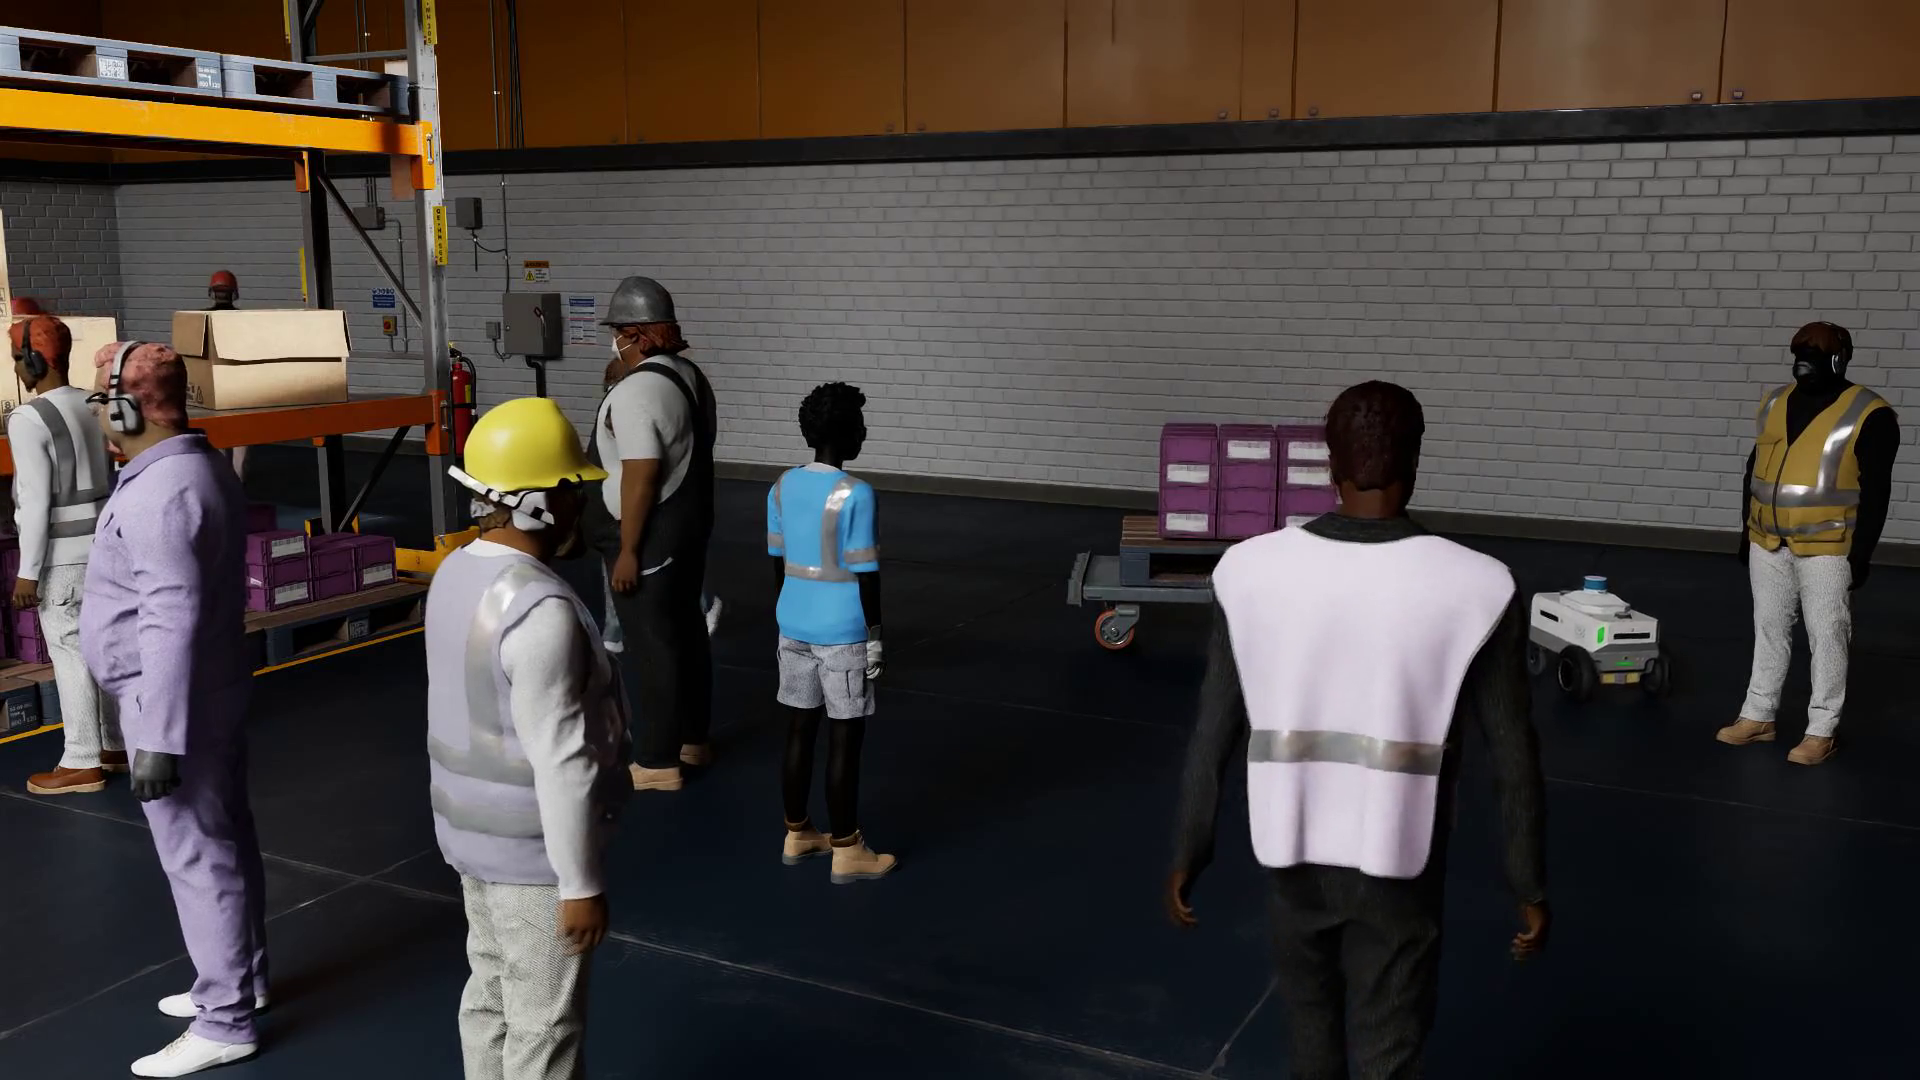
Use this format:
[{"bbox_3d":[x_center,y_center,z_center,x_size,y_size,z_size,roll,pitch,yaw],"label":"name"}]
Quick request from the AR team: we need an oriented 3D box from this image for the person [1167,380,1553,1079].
[{"bbox_3d":[0.808,0.623,3.350,0.733,1.866,0.822,4,11,24],"label":"person"}]

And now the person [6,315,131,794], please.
[{"bbox_3d":[-3.535,0.059,6.582,0.356,1.886,0.574,1,10,3],"label":"person"}]

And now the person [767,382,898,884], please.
[{"bbox_3d":[-0.438,0.310,5.668,0.317,1.697,0.540,-9,13,-42],"label":"person"}]

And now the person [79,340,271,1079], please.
[{"bbox_3d":[-2.058,0.437,4.344,0.400,1.905,0.645,-2,10,-12],"label":"person"}]

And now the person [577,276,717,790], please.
[{"bbox_3d":[-1.262,-0.031,6.657,0.536,2.000,0.688,2,10,13],"label":"person"}]

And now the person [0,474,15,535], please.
[{"bbox_3d":[-5.441,-0.289,9.181,0.538,1.688,0.363,4,11,24],"label":"person"}]

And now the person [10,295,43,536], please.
[{"bbox_3d":[-5.575,-0.573,10.277,0.601,1.886,0.889,6,12,33],"label":"person"}]

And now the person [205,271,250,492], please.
[{"bbox_3d":[-6.536,-1.418,14.915,0.644,1.950,0.994,-4,11,-21],"label":"person"}]

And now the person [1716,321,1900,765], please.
[{"bbox_3d":[3.547,0.010,6.993,0.429,1.845,0.621,-5,11,-28],"label":"person"}]

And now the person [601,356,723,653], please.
[{"bbox_3d":[-1.653,-0.190,8.860,0.753,1.605,0.504,-10,14,-44],"label":"person"}]

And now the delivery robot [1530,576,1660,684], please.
[{"bbox_3d":[3.076,0.417,8.084,0.477,0.478,0.707,-1,10,-8],"label":"delivery robot"}]

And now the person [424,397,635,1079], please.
[{"bbox_3d":[-0.887,0.619,3.487,0.404,1.834,0.591,-7,12,-34],"label":"person"}]
